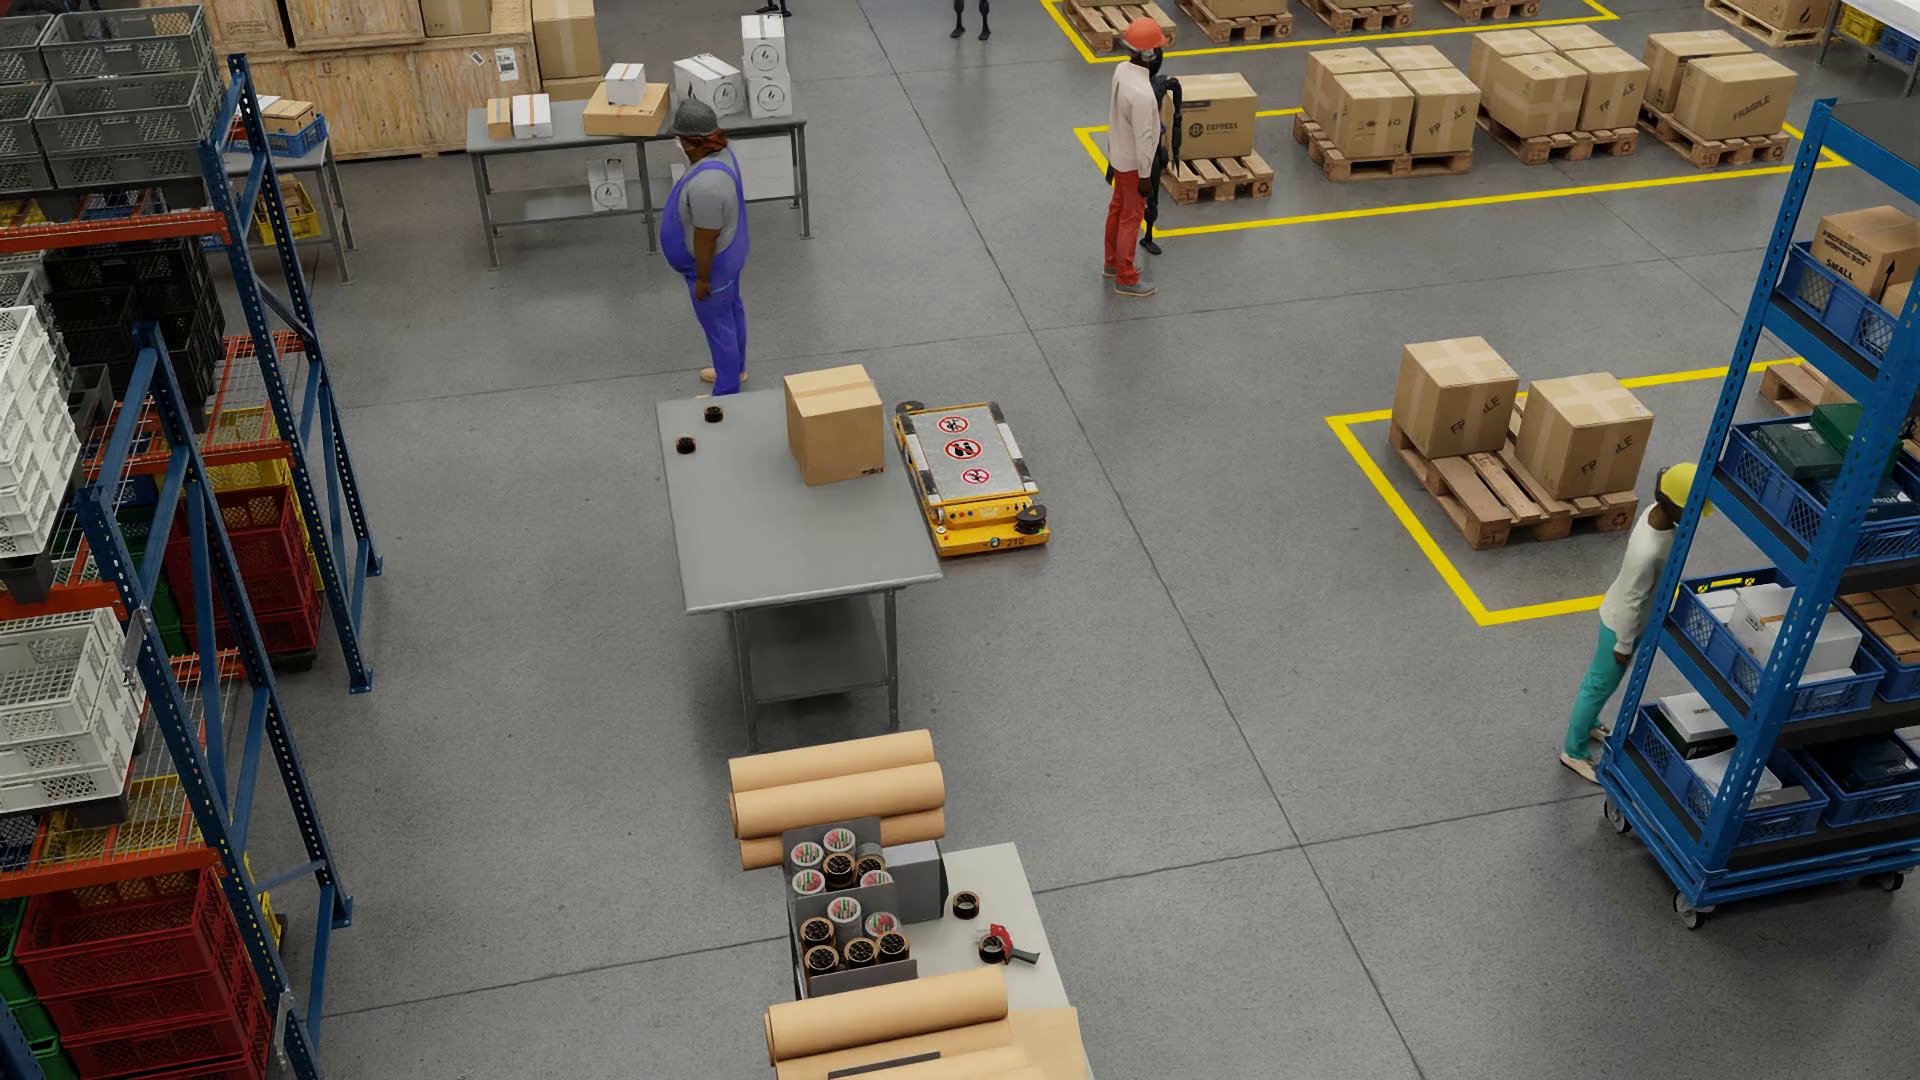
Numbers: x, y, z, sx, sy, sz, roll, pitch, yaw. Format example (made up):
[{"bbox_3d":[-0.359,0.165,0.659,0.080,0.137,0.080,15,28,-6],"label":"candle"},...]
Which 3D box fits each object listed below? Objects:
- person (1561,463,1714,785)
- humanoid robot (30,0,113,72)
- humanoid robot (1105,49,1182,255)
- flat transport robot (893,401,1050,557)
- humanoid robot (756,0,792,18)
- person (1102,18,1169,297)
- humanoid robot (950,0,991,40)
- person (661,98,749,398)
[{"bbox_3d":[3.180,0.371,7.808,0.339,1.757,0.525,19,41,24],"label":"person"},{"bbox_3d":[-7.207,-3.956,13.696,0.585,1.650,0.529,-23,43,-28],"label":"humanoid robot"},{"bbox_3d":[1.342,-2.857,12.212,0.570,1.651,0.326,-8,37,-11],"label":"humanoid robot"},{"bbox_3d":[0.046,-0.430,10.108,0.652,0.197,1.431,-8,37,-10],"label":"flat transport robot"},{"bbox_3d":[-1.915,-6.003,16.441,0.335,1.651,0.570,-29,46,-33],"label":"humanoid robot"},{"bbox_3d":[1.233,-2.687,11.720,0.385,1.992,0.622,-7,37,-9],"label":"person"},{"bbox_3d":[0.101,-5.635,15.945,0.571,1.650,0.340,8,37,10],"label":"humanoid robot"},{"bbox_3d":[-1.604,-1.807,10.499,0.536,2.000,0.679,2,37,2],"label":"person"}]
